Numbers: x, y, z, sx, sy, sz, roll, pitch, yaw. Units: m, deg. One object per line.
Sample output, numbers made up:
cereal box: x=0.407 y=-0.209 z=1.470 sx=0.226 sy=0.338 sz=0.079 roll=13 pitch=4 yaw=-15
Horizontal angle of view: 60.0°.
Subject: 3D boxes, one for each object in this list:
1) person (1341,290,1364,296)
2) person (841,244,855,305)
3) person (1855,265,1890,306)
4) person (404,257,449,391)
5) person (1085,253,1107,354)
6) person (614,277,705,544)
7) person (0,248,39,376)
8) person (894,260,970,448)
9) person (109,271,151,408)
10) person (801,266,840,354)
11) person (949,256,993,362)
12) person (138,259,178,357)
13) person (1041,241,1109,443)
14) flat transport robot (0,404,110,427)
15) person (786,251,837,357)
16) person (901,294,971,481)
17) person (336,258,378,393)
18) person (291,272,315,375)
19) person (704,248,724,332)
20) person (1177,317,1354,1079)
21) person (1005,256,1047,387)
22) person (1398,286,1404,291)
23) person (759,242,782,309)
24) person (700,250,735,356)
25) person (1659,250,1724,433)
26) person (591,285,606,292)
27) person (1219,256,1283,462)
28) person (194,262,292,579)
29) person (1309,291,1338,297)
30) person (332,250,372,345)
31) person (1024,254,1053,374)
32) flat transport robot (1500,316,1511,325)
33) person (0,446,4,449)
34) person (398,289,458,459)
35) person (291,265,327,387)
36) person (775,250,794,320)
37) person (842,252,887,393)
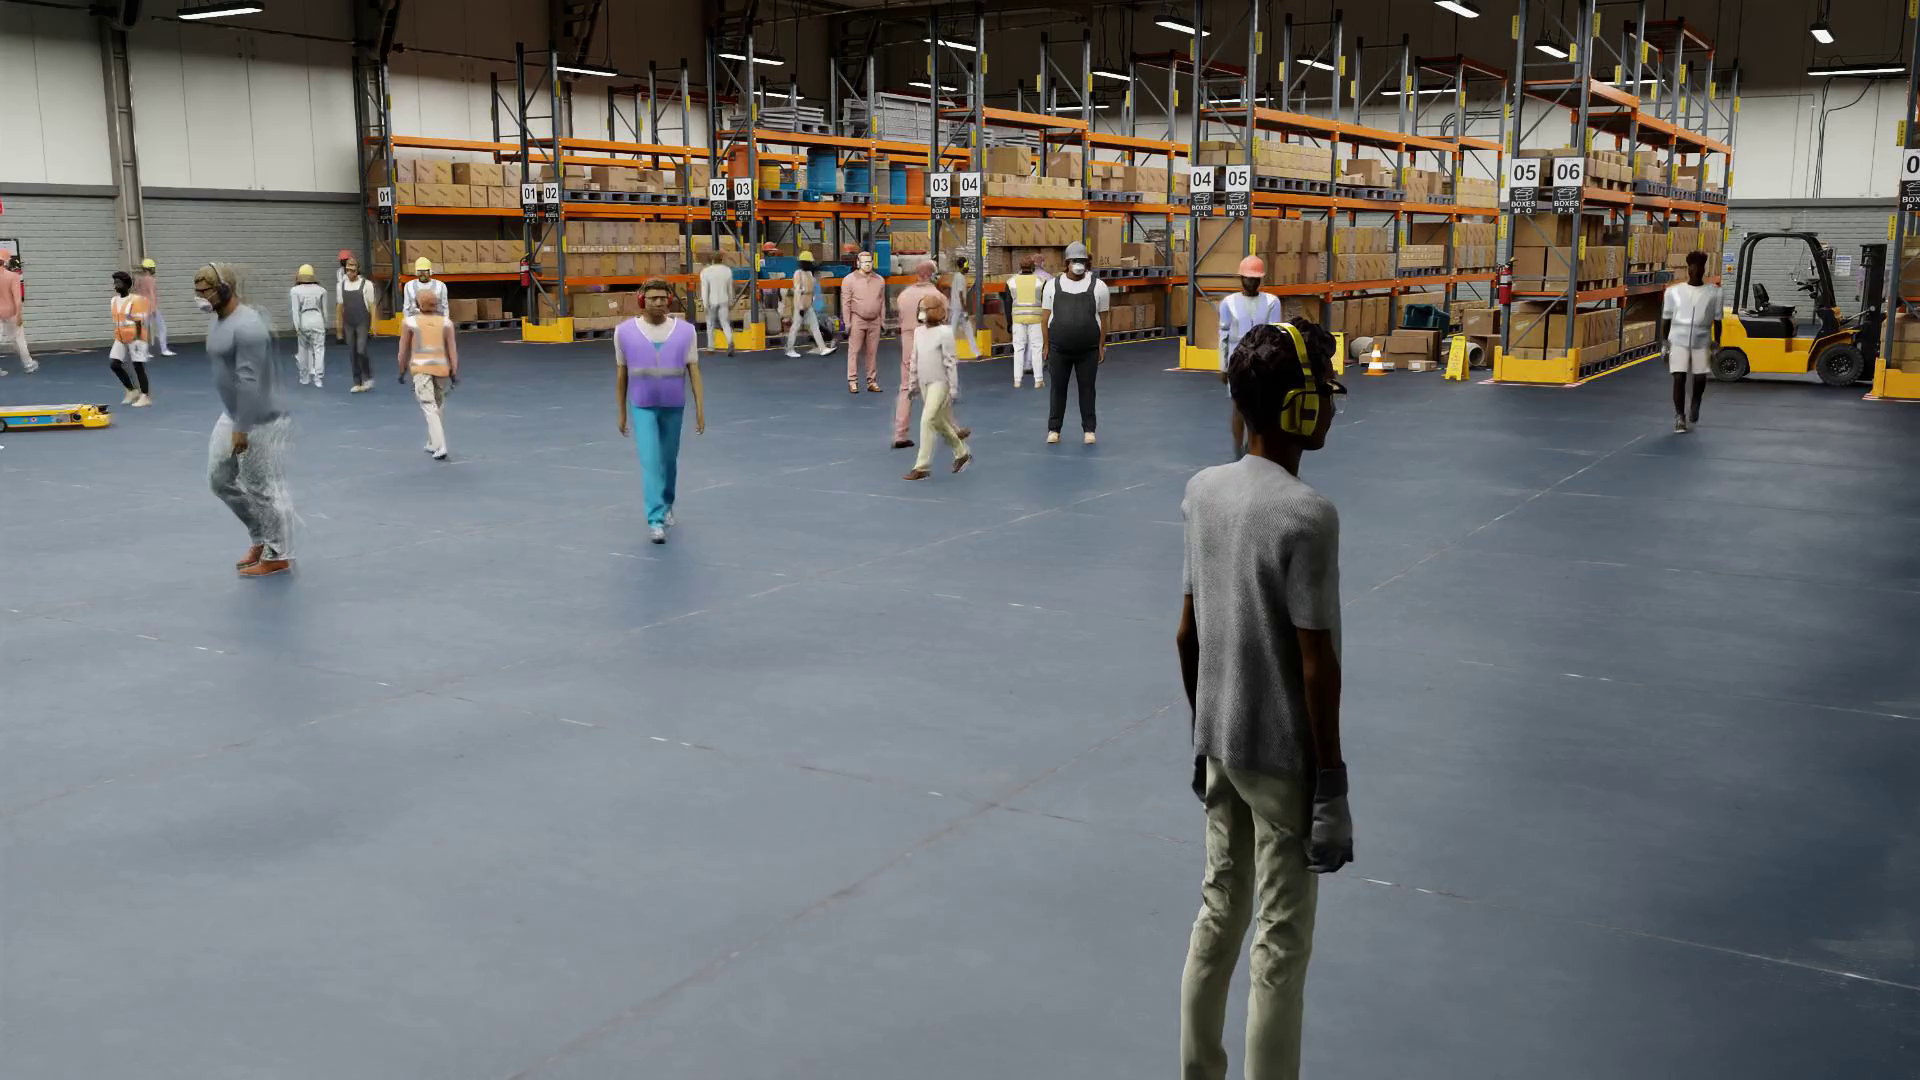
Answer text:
person: x=9.221 y=-5.854 z=38.996 sx=0.529 sy=1.858 sz=0.612 roll=5 pitch=11 yaw=28
person: x=-2.431 y=-5.677 z=37.572 sx=0.617 sy=2.015 sz=0.893 roll=5 pitch=11 yaw=25
person: x=19.813 y=-5.371 z=36.142 sx=0.624 sy=1.904 sz=0.453 roll=6 pitch=12 yaw=31
person: x=-7.319 y=-2.957 z=22.833 sx=0.593 sy=1.832 sz=0.403 roll=-2 pitch=10 yaw=-13
person: x=2.218 y=-4.255 z=30.065 sx=1.056 sy=1.854 sz=0.591 roll=-10 pitch=14 yaw=-44
person: x=-2.099 y=-0.929 z=11.588 sx=0.590 sy=1.803 sz=0.969 roll=-3 pitch=11 yaw=-18
person: x=-14.697 y=-3.510 z=25.630 sx=0.644 sy=1.937 sz=1.012 roll=0 pitch=10 yaw=1
person: x=-0.318 y=-1.858 z=16.624 sx=0.646 sy=1.854 sz=0.980 roll=7 pitch=12 yaw=35
person: x=-10.227 y=-2.458 z=20.465 sx=0.542 sy=1.685 sz=0.389 roll=4 pitch=11 yaw=20
person: x=-2.552 y=-4.195 z=30.248 sx=0.632 sy=1.663 sz=0.572 roll=2 pitch=10 yaw=9
person: x=0.015 y=-3.912 z=28.297 sx=1.022 sy=1.802 sz=0.597 roll=1 pitch=10 yaw=6
person: x=-14.327 y=-4.115 z=29.577 sx=0.566 sy=1.739 sz=0.740 roll=7 pitch=12 yaw=35
person: x=1.158 y=-1.987 z=16.818 sx=0.682 sy=2.000 sz=0.537 roll=1 pitch=10 yaw=5
flat transport robot: x=-10.122 y=-1.345 z=18.179 sx=1.431 sy=0.197 sz=0.652 roll=-4 pitch=11 yaw=-23
person: x=-2.692 y=-4.157 z=29.420 sx=1.002 sy=1.873 sz=0.612 roll=5 pitch=11 yaw=25
person: x=-0.191 y=-1.335 z=14.421 sx=0.828 sy=1.599 sz=0.513 roll=-8 pitch=13 yaw=-38
person: x=-8.166 y=-2.888 z=22.464 sx=0.549 sy=1.824 sz=0.430 roll=1 pitch=10 yaw=5
person: x=-10.134 y=-3.371 z=25.728 sx=0.506 sy=1.621 sz=0.527 roll=4 pitch=11 yaw=24
person: x=-5.040 y=-5.071 z=34.452 sx=0.564 sy=1.918 sz=0.544 roll=3 pitch=10 yaw=14
person: x=0.661 y=0.471 z=3.532 sx=0.329 sy=1.872 sz=0.510 roll=-5 pitch=11 yaw=-27
person: x=0.952 y=-3.060 z=23.389 sx=0.619 sy=1.845 sz=0.430 roll=2 pitch=10 yaw=9
person: x=11.344 y=-6.595 z=42.944 sx=0.440 sy=1.924 sz=0.658 roll=3 pitch=11 yaw=18
person: x=-3.938 y=-5.134 z=34.427 sx=0.366 sy=2.048 sz=0.608 roll=9 pitch=14 yaw=43
person: x=-4.339 y=-4.244 z=29.838 sx=0.632 sy=1.912 sz=0.852 roll=-5 pitch=11 yaw=-27
person: x=7.851 y=-2.130 z=17.880 sx=0.613 sy=1.949 sz=0.577 roll=4 pitch=11 yaw=21
person: x=-8.541 y=-6.015 z=39.792 sx=0.573 sy=1.888 sz=0.962 roll=8 pitch=13 yaw=39
person: x=2.612 y=-1.570 z=14.874 sx=0.564 sy=1.904 sz=0.876 roll=0 pitch=10 yaw=1
person: x=-4.307 y=-0.702 z=10.007 sx=0.634 sy=1.910 sz=0.476 roll=10 pitch=14 yaw=43
person: x=8.313 y=-5.675 z=38.169 sx=0.644 sy=1.787 sz=0.971 roll=8 pitch=13 yaw=39
person: x=-12.222 y=-4.864 z=33.353 sx=0.553 sy=1.900 sz=0.988 roll=6 pitch=12 yaw=32
person: x=1.233 y=-3.530 z=25.989 sx=0.661 sy=1.848 sz=1.011 roll=5 pitch=11 yaw=28
flat transport robot: x=13.450 y=-5.378 z=40.770 sx=0.652 sy=0.197 sz=1.431 roll=2 pitch=10 yaw=13
person: x=-9.558 y=-1.662 z=16.121 sx=0.307 sy=1.641 sz=0.514 roll=-2 pitch=10 yaw=-8
person: x=-5.018 y=-1.574 z=15.754 sx=0.515 sy=1.597 sz=0.852 roll=-8 pitch=13 yaw=-39
person: x=-9.268 y=-3.049 z=23.700 sx=0.490 sy=1.707 sz=0.844 roll=-6 pitch=12 yaw=-29
person: x=-4.005 y=-5.599 z=37.588 sx=0.581 sy=1.847 sz=0.867 roll=4 pitch=11 yaw=23
person: x=-1.277 y=-2.944 z=22.553 sx=0.642 sy=1.909 sz=0.399 roll=-5 pitch=11 yaw=-28
